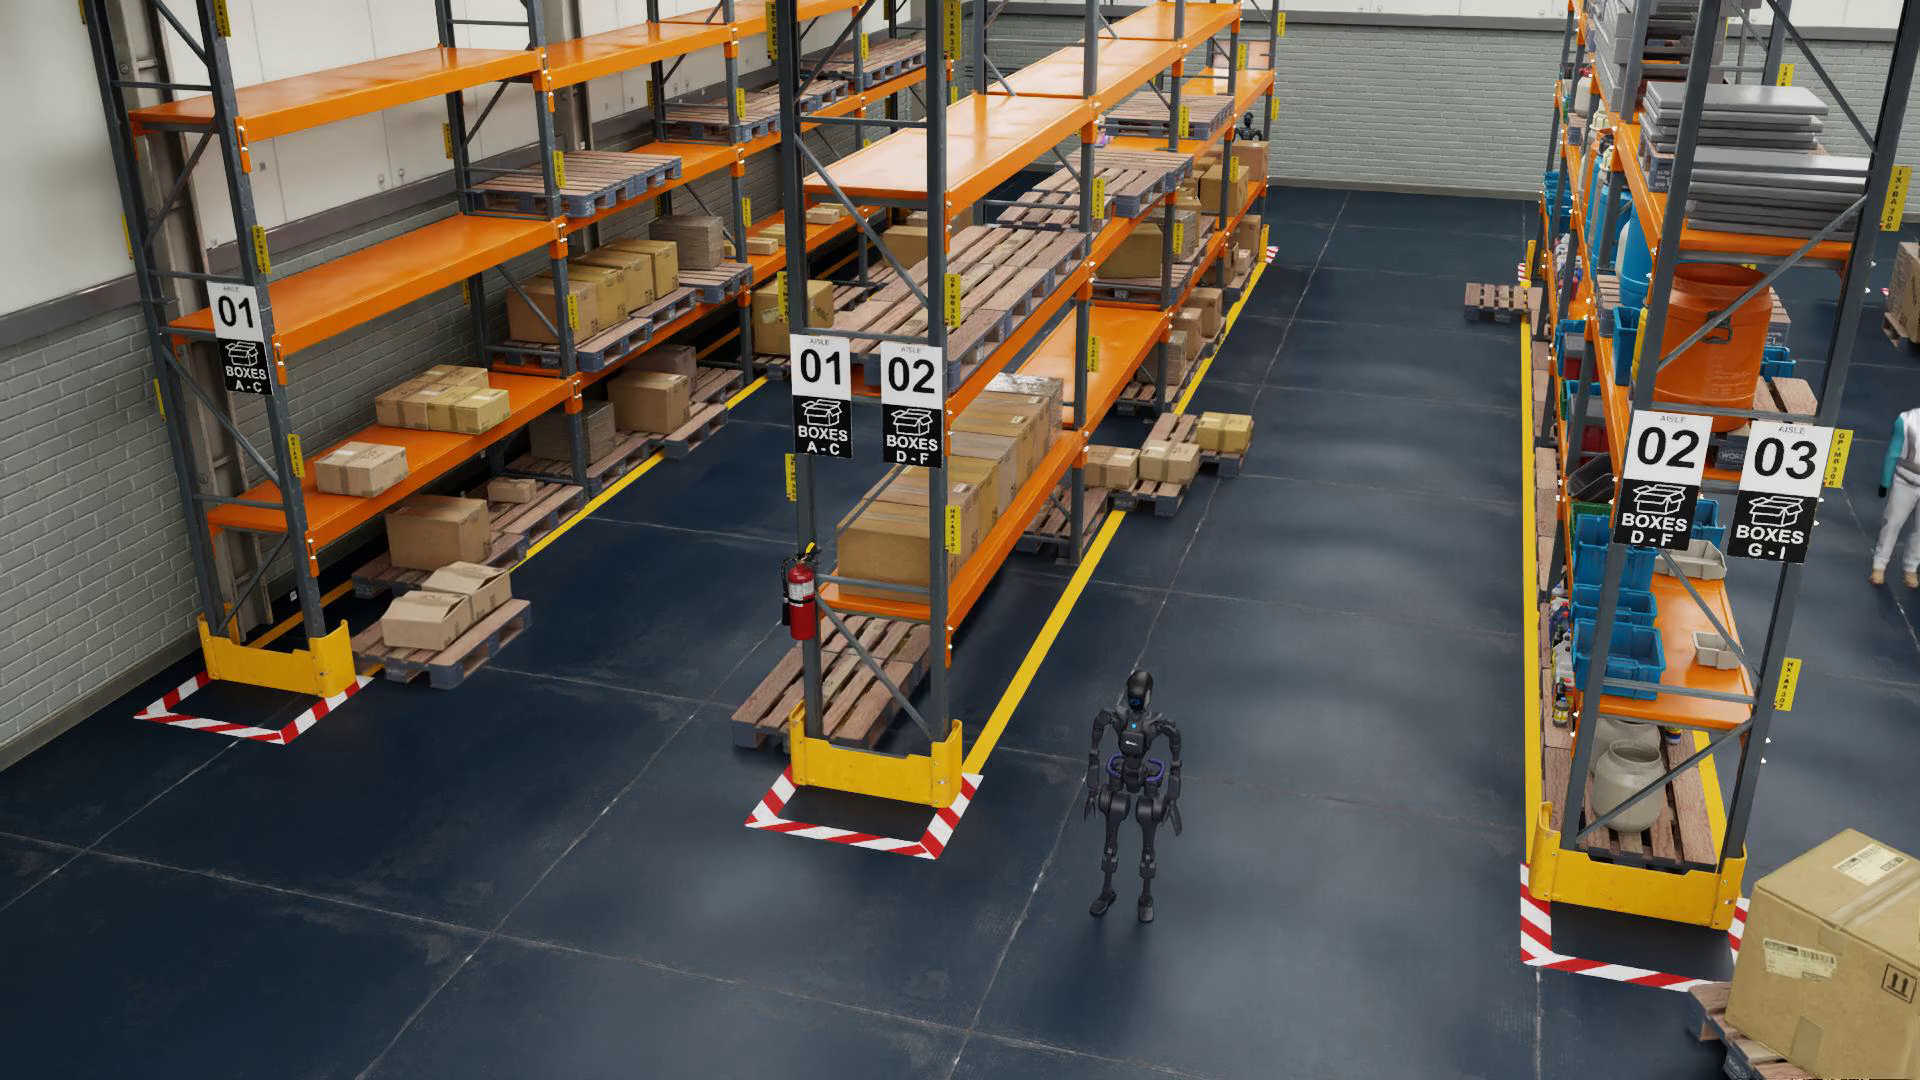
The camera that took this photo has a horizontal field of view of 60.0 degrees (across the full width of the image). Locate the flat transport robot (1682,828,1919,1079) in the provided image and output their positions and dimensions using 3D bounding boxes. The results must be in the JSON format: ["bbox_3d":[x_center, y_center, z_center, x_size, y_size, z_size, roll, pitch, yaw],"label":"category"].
[{"bbox_3d":[4.546,2.815,8.645,0.659,0.231,1.431,-4,24,-8],"label":"flat transport robot"}]

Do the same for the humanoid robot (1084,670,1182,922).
[{"bbox_3d":[1.037,1.514,9.870,0.599,1.654,0.315,7,24,16],"label":"humanoid robot"}]

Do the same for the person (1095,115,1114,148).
[{"bbox_3d":[2.339,-6.289,27.956,0.477,1.693,0.349,7,24,16],"label":"person"}]

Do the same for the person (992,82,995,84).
[{"bbox_3d":[0.634,-7.525,30.689,0.514,1.800,0.332,7,24,16],"label":"person"}]

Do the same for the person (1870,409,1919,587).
[{"bbox_3d":[8.238,-0.460,14.277,0.636,1.833,0.433,7,24,15],"label":"person"}]

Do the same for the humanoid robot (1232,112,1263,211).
[{"bbox_3d":[4.868,-6.441,28.315,0.599,1.654,0.315,7,24,16],"label":"humanoid robot"}]
